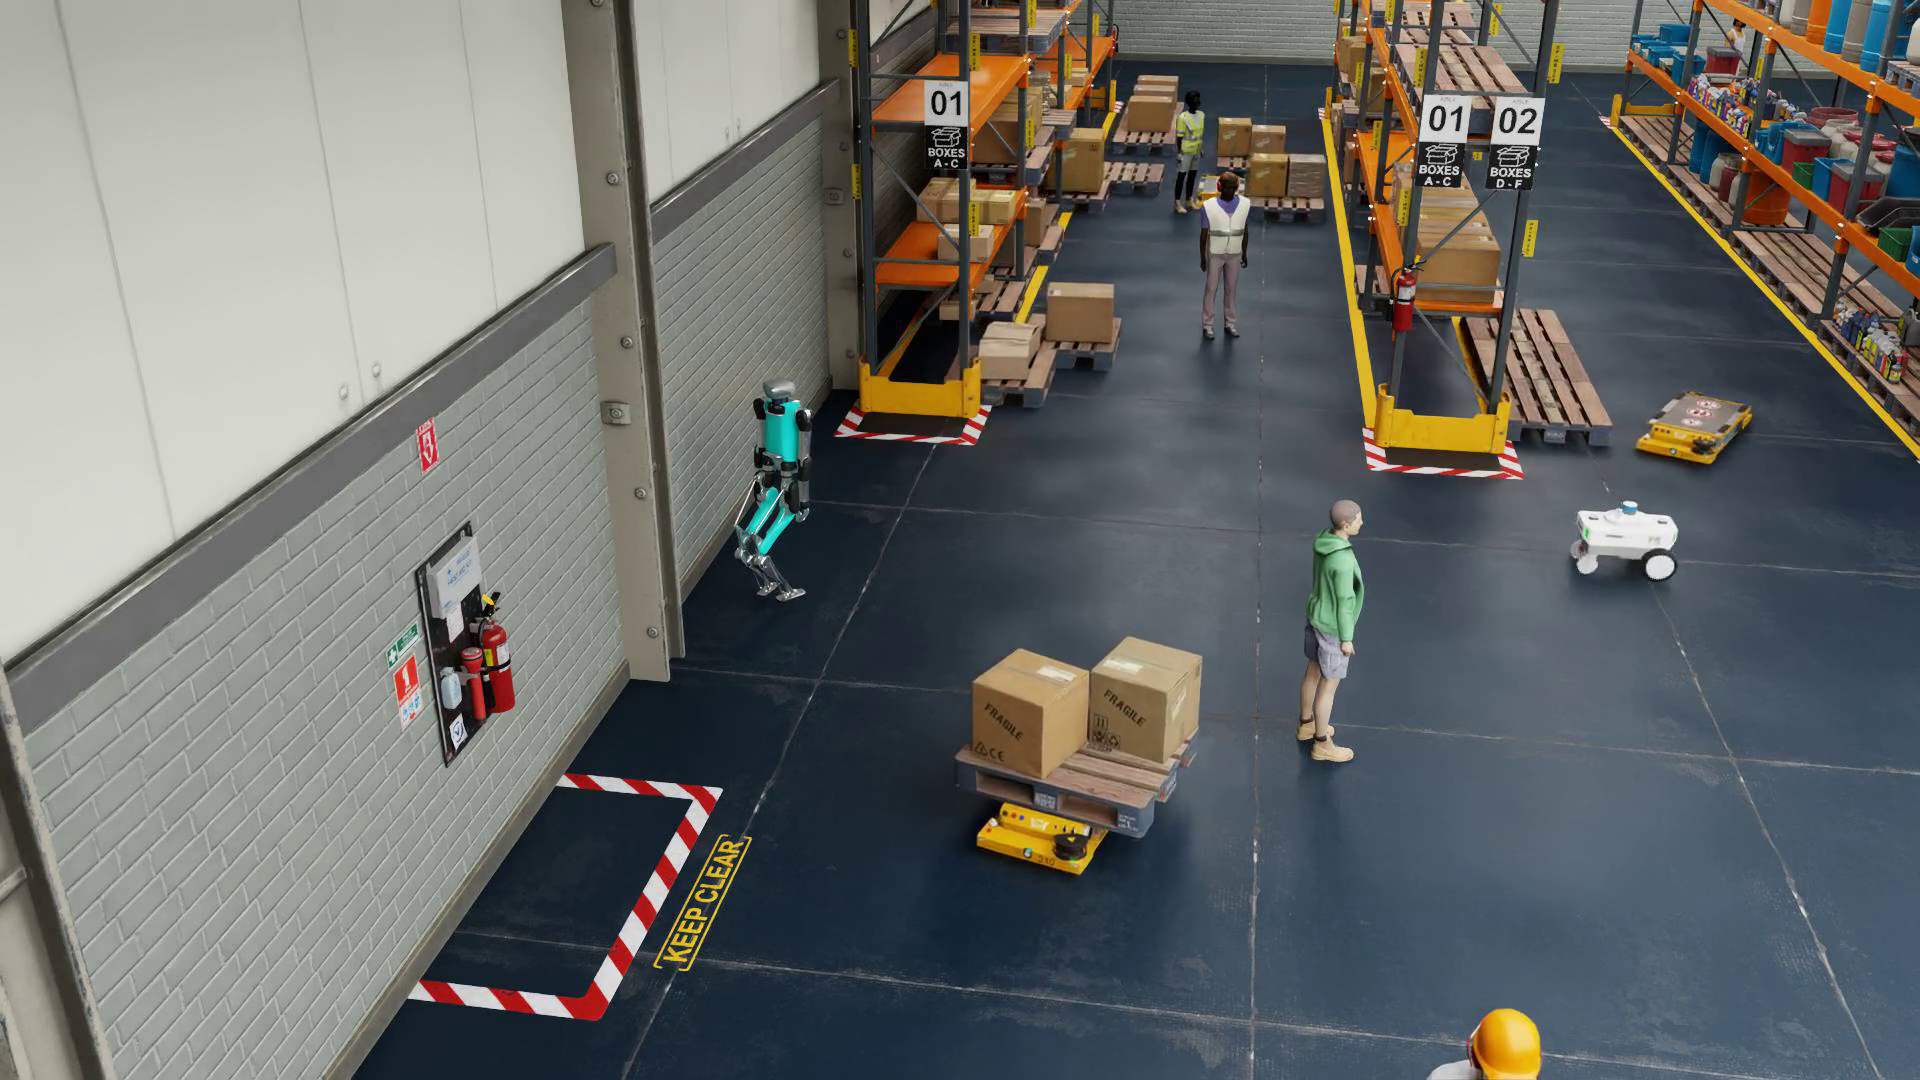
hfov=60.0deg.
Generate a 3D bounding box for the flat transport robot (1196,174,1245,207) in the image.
[{"bbox_3d":[3.802,-5.063,24.194,0.659,0.231,1.431,4,25,9],"label":"flat transport robot"}]

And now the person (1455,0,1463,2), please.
[{"bbox_3d":[9.390,-9.363,31.629,0.524,1.768,0.313,4,25,8],"label":"person"}]

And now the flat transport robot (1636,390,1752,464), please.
[{"bbox_3d":[6.927,-1.070,15.648,0.659,0.231,1.431,18,30,33],"label":"flat transport robot"}]

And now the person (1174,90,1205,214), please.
[{"bbox_3d":[3.225,-5.443,23.318,0.540,1.695,0.315,-21,32,-37],"label":"person"}]

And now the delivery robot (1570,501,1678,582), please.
[{"bbox_3d":[5.231,-0.004,13.046,0.813,0.610,0.499,3,25,7],"label":"delivery robot"}]

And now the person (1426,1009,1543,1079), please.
[{"bbox_3d":[1.894,2.482,6.137,0.569,1.889,0.389,8,26,17],"label":"person"}]

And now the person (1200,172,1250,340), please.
[{"bbox_3d":[2.873,-3.115,18.179,0.557,1.836,0.396,-6,26,-13],"label":"person"}]

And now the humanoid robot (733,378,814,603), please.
[{"bbox_3d":[-1.428,-0.317,12.145,0.533,1.676,0.735,18,31,34],"label":"humanoid robot"}]

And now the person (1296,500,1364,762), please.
[{"bbox_3d":[2.319,0.557,10.425,0.347,1.743,0.469,-4,25,-9],"label":"person"}]

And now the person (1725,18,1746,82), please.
[{"bbox_3d":[13.685,-8.390,29.432,0.531,1.861,0.382,-16,29,-30],"label":"person"}]

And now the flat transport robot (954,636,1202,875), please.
[{"bbox_3d":[0.697,1.508,10.131,0.659,0.231,1.431,12,27,23],"label":"flat transport robot"}]
